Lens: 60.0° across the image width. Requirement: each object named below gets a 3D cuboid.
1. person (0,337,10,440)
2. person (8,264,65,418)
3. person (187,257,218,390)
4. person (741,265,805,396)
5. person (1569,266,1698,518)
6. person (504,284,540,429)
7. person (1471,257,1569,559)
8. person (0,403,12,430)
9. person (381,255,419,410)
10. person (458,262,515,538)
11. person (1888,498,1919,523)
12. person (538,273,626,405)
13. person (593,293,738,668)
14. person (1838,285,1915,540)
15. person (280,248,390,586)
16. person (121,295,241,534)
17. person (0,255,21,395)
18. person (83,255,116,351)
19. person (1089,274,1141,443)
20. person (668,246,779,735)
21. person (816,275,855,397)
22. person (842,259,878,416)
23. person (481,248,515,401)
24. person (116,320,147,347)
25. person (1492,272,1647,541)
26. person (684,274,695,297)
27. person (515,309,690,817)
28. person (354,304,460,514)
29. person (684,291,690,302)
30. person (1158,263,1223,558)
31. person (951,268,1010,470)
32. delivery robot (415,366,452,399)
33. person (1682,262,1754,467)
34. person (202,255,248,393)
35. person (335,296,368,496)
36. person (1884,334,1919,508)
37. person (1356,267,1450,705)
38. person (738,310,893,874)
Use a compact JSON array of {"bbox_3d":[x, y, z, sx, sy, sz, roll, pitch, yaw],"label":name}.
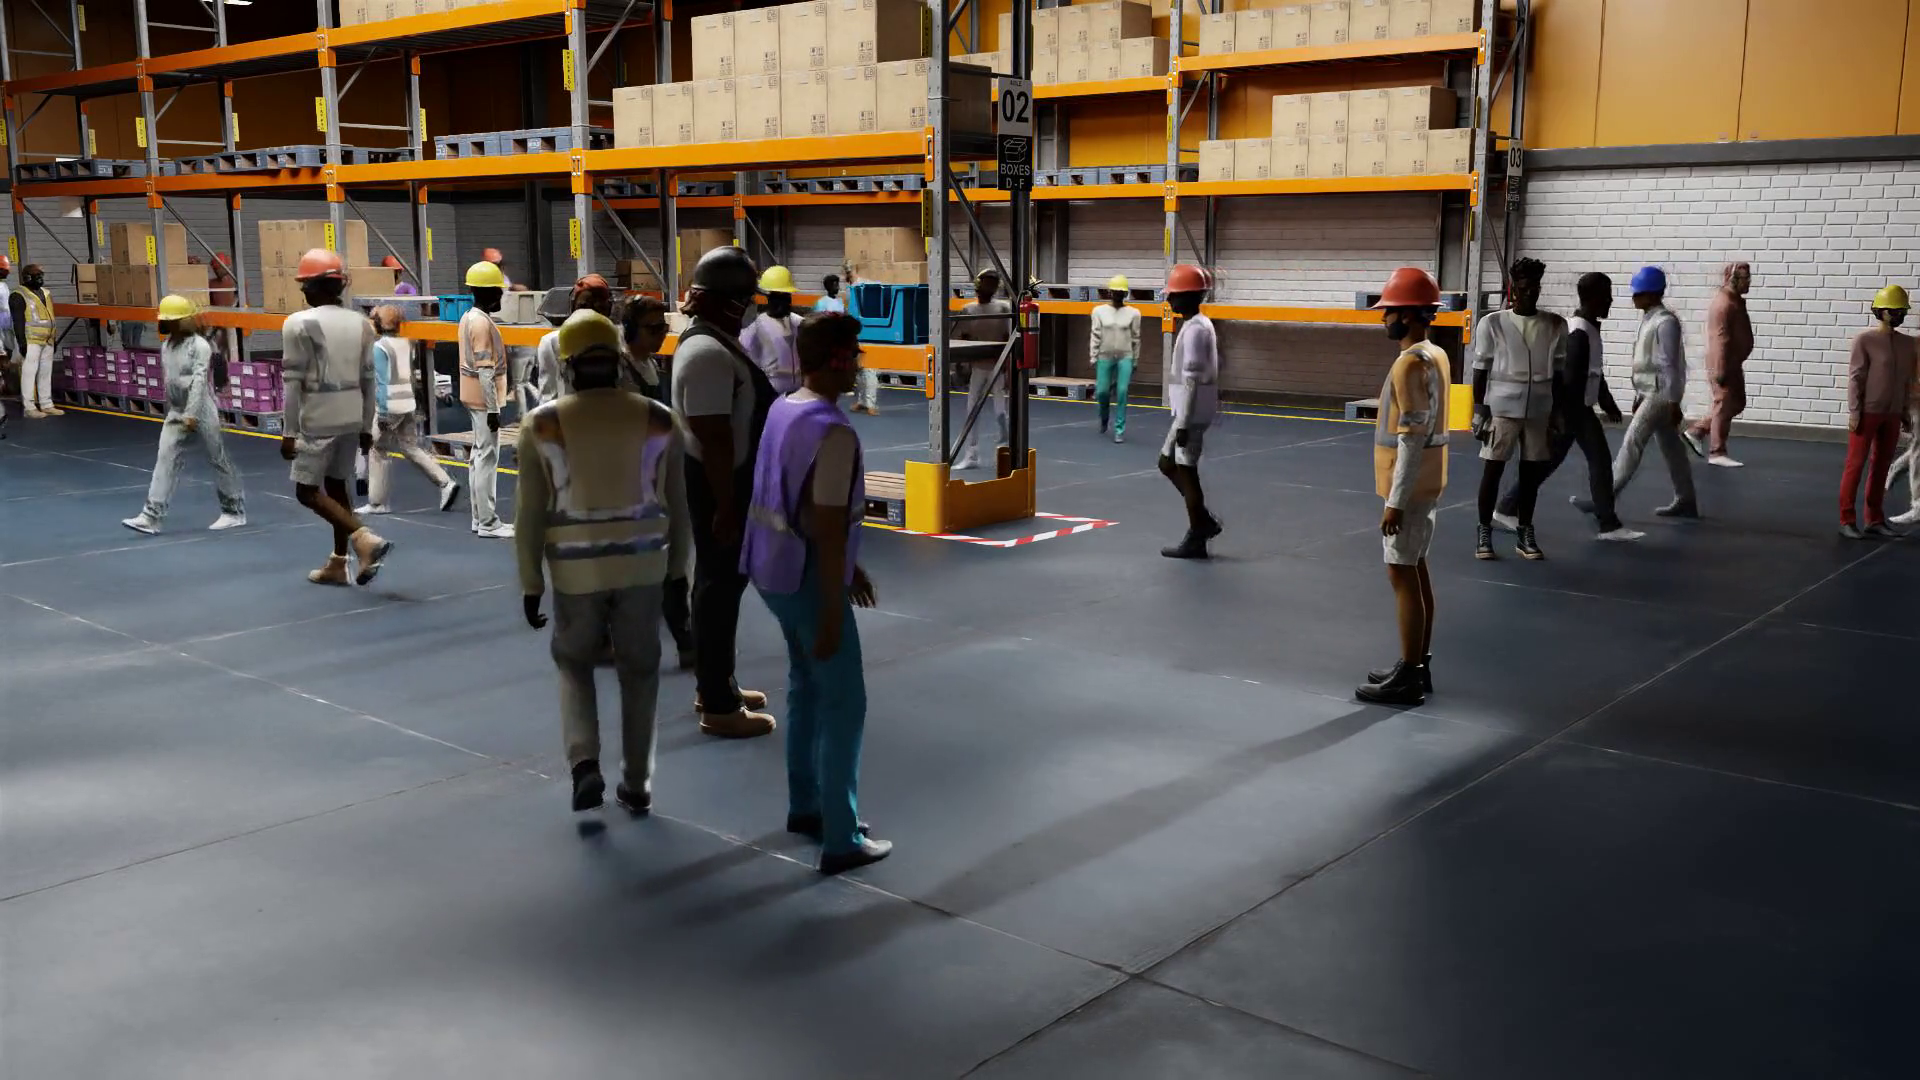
[{"bbox_3d":[-10.213,-1.990,17.447,0.494,1.917,0.555,-3,10,-17],"label":"person"},{"bbox_3d":[-11.066,-2.380,19.936,0.430,1.835,0.619,1,10,8],"label":"person"},{"bbox_3d":[-10.900,-3.079,23.716,0.407,1.902,0.639,-9,13,-42],"label":"person"},{"bbox_3d":[-1.339,-0.984,11.791,0.776,1.905,0.602,7,12,33],"label":"person"},{"bbox_3d":[5.070,-1.075,12.356,1.059,1.874,0.661,2,10,9],"label":"person"},{"bbox_3d":[-4.904,-2.046,18.614,0.426,1.623,0.523,3,10,18],"label":"person"},{"bbox_3d":[3.633,-0.847,10.812,0.612,1.963,0.363,0,10,0],"label":"person"},{"bbox_3d":[-10.782,-2.045,18.183,0.634,1.785,0.908,4,11,24],"label":"person"},{"bbox_3d":[-6.990,-2.557,20.639,0.551,1.932,0.378,4,11,24],"label":"person"},{"bbox_3d":[-3.307,-0.975,11.657,0.371,1.927,0.588,-4,11,-23],"label":"person"},{"bbox_3d":[7.368,-0.989,11.948,0.994,1.869,0.652,3,10,17],"label":"person"},{"bbox_3d":[-1.988,-0.491,9.017,0.572,1.886,0.354,-6,11,-29],"label":"person"},{"bbox_3d":[-1.445,-0.266,7.957,0.881,1.798,0.494,1,10,3],"label":"person"},{"bbox_3d":[6.418,-0.885,11.605,0.522,1.769,0.310,-3,10,-17],"label":"person"},{"bbox_3d":[-3.666,-0.690,9.759,0.663,2.024,0.634,5,11,25],"label":"person"},{"bbox_3d":[-5.506,-0.869,11.741,0.488,1.691,0.909,4,11,23],"label":"person"},{"bbox_3d":[-13.194,-2.952,22.936,0.378,1.926,0.544,-1,10,-5],"label":"person"},{"bbox_3d":[-12.376,-3.132,23.908,0.633,1.936,0.355,5,11,28],"label":"person"},{"bbox_3d":[1.624,-1.899,17.390,0.542,1.750,0.488,1,10,6],"label":"person"},{"bbox_3d":[-0.952,-0.218,7.021,0.537,2.000,0.689,-2,10,-10],"label":"person"},{"bbox_3d":[-1.817,-2.808,22.826,0.786,1.671,0.536,8,13,38],"label":"person"},{"bbox_3d":[-1.196,-2.453,20.202,0.376,1.901,0.775,-4,11,-22],"label":"person"},{"bbox_3d":[-6.112,-2.807,21.853,0.708,2.013,0.606,-6,12,-31],"label":"person"},{"bbox_3d":[-13.390,-3.501,26.926,0.523,1.619,0.504,9,13,41],"label":"person"},{"bbox_3d":[4.262,-0.934,11.611,1.011,1.873,0.588,3,10,18],"label":"person"},{"bbox_3d":[-4.092,-3.320,25.867,0.277,1.629,0.496,7,12,33],"label":"person"},{"bbox_3d":[-1.251,0.097,5.879,0.613,1.813,0.423,-3,10,-17],"label":"person"},{"bbox_3d":[-4.236,-0.991,12.648,0.733,1.608,0.530,2,10,9],"label":"person"},{"bbox_3d":[-3.337,-2.725,22.018,0.603,1.792,0.814,-4,11,-21],"label":"person"},{"bbox_3d":[1.471,-0.824,10.817,0.401,1.921,0.563,2,10,10],"label":"person"},{"bbox_3d":[0.226,-1.544,15.161,0.639,1.855,0.359,5,11,25],"label":"person"},{"bbox_3d":[-6.804,-2.001,21.135,0.707,0.478,0.477,6,12,32],"label":"delivery robot"},{"bbox_3d":[7.084,-1.625,15.439,0.492,1.895,0.664,6,12,30],"label":"person"},{"bbox_3d":[-10.372,-3.047,23.467,0.641,1.928,0.978,0,10,2],"label":"person"},{"bbox_3d":[-5.009,-1.179,13.316,0.535,1.752,0.366,-8,13,-39],"label":"person"},{"bbox_3d":[7.484,-1.056,12.989,0.530,1.612,0.649,-2,10,-11],"label":"person"},{"bbox_3d":[1.973,-0.235,7.411,0.362,1.935,0.553,5,11,26],"label":"person"},{"bbox_3d":[-0.455,0.162,5.469,0.490,1.824,0.562,-6,11,-29],"label":"person"}]
